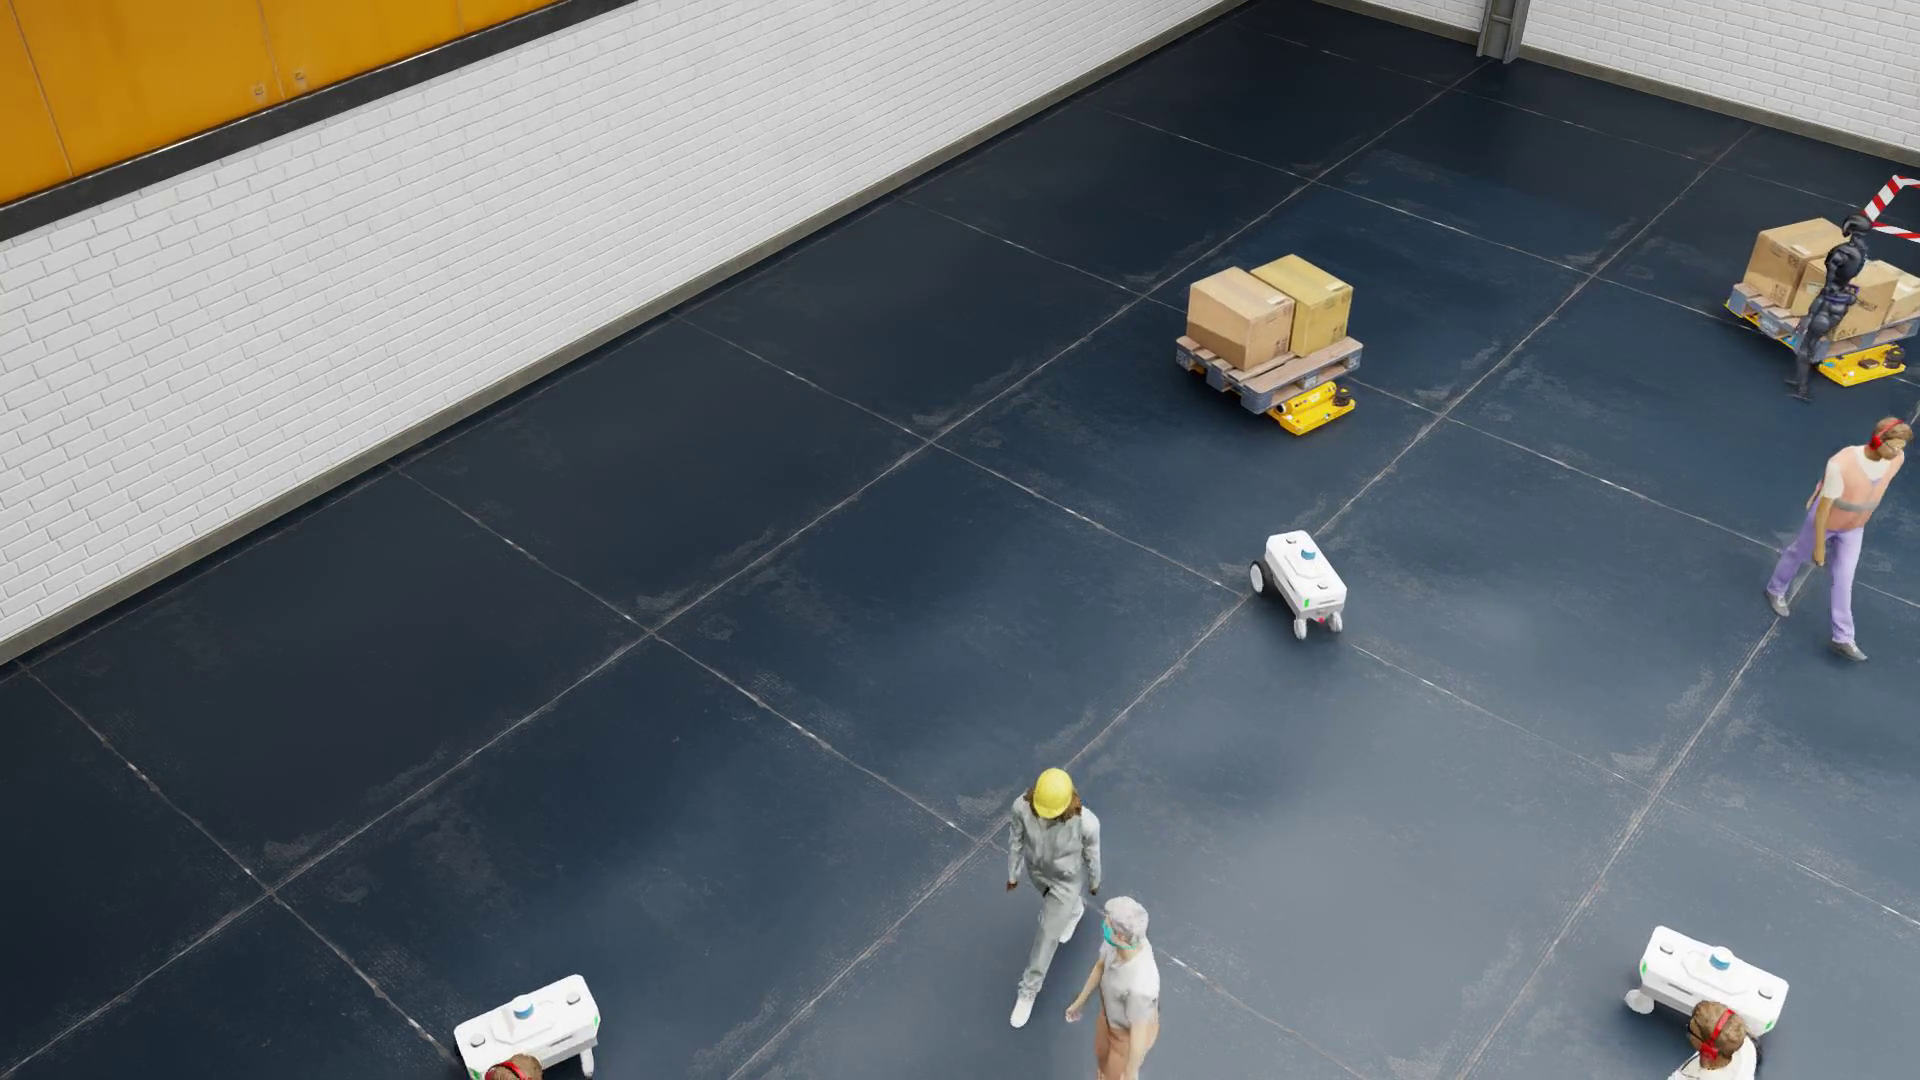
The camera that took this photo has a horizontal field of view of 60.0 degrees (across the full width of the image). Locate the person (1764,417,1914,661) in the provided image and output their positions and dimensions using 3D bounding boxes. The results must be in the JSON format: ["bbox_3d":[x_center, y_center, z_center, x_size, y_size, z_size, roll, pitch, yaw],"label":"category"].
[{"bbox_3d":[5.919,-0.037,11.112,0.584,1.788,0.976,-6,39,-8],"label":"person"}]

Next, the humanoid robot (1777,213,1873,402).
[{"bbox_3d":[7.044,-1.894,13.523,0.584,1.659,0.387,-31,48,-33],"label":"humanoid robot"}]

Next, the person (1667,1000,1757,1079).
[{"bbox_3d":[3.312,2.771,7.601,0.578,1.825,0.553,-28,47,-30],"label":"person"}]

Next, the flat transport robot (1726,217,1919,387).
[{"bbox_3d":[7.486,-1.832,14.561,0.659,0.231,1.431,-14,41,-17],"label":"flat transport robot"}]

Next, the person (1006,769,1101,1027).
[{"bbox_3d":[0.508,1.770,8.953,0.481,1.684,0.904,20,43,23],"label":"person"}]

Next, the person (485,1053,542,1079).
[{"bbox_3d":[-1.949,2.995,7.337,0.729,1.823,0.546,-22,44,-25],"label":"person"}]

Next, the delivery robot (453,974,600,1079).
[{"bbox_3d":[-2.302,2.649,8.786,0.785,0.614,0.499,-20,43,-23],"label":"delivery robot"}]

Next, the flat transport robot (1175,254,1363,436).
[{"bbox_3d":[2.576,-1.380,14.000,0.659,0.231,1.431,-25,45,-27],"label":"flat transport robot"}]

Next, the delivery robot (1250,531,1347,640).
[{"bbox_3d":[2.418,0.276,11.714,0.499,0.592,0.795,-10,40,-12],"label":"delivery robot"}]

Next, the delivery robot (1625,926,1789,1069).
[{"bbox_3d":[4.062,2.432,9.031,0.767,0.583,0.499,23,44,26],"label":"delivery robot"}]

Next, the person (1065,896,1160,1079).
[{"bbox_3d":[0.784,2.399,8.150,0.407,1.719,0.502,-6,39,-7],"label":"person"}]
